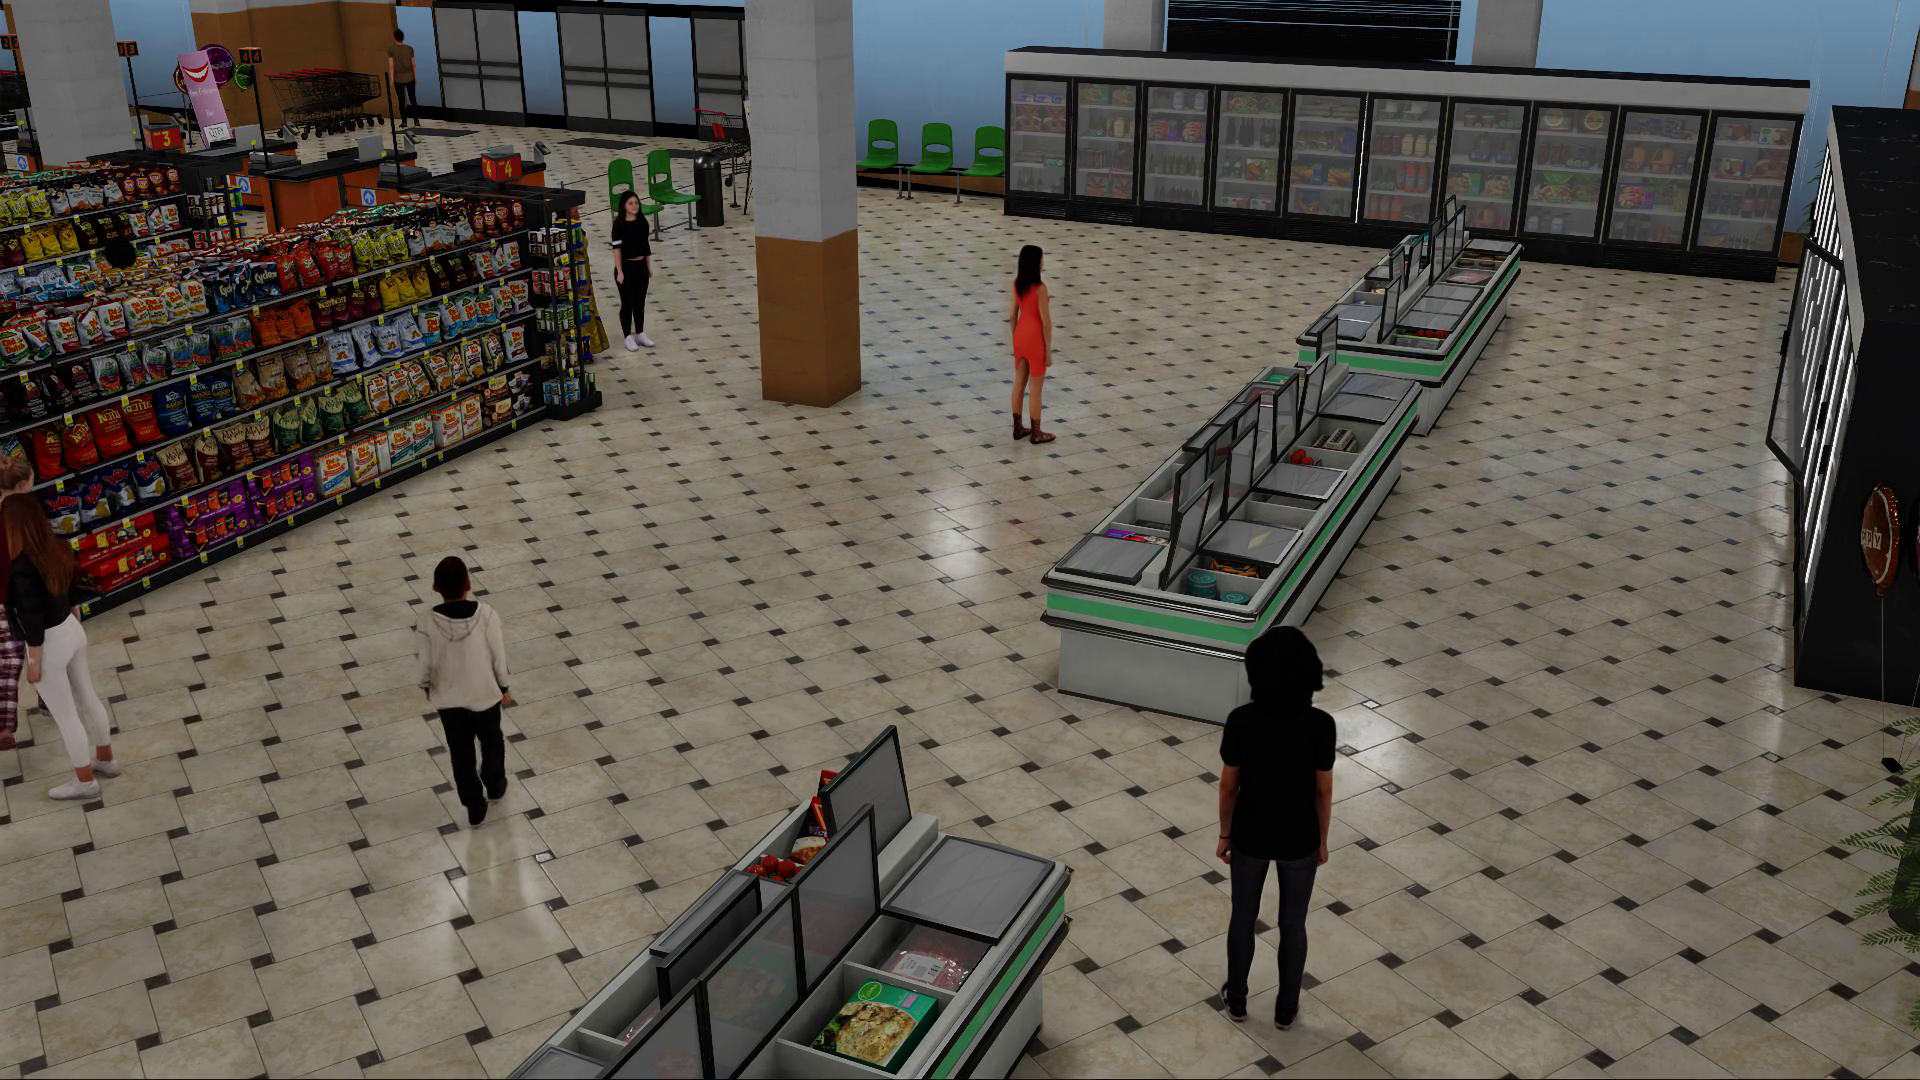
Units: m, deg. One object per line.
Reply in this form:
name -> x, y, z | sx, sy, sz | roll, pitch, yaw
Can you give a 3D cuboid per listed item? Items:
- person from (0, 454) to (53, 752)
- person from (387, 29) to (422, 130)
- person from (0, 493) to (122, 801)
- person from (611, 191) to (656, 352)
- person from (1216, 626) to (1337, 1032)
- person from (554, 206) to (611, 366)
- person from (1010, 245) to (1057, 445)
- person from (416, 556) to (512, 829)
person -> -5.275, 0.370, 9.268 | 0.894, 1.666, 1.098 | 0, 22, 1
person -> -10.726, -8.897, 32.085 | 0.712, 1.850, 0.811 | -12, 25, -27
person -> -4.762, 0.553, 8.766 | 0.735, 1.701, 0.585 | 2, 22, 4
person -> -3.375, -2.789, 17.169 | 0.742, 1.638, 0.629 | 20, 29, 40
person -> 1.311, 1.218, 6.940 | 0.675, 1.829, 0.603 | 5, 22, 11
person -> -3.895, -2.615, 16.704 | 1.061, 1.661, 0.984 | -6, 23, -15
person -> 0.608, -1.684, 14.311 | 0.644, 1.718, 0.653 | -19, 29, -39
person -> -2.517, 0.810, 8.476 | 0.785, 1.442, 0.847 | -5, 22, -11
